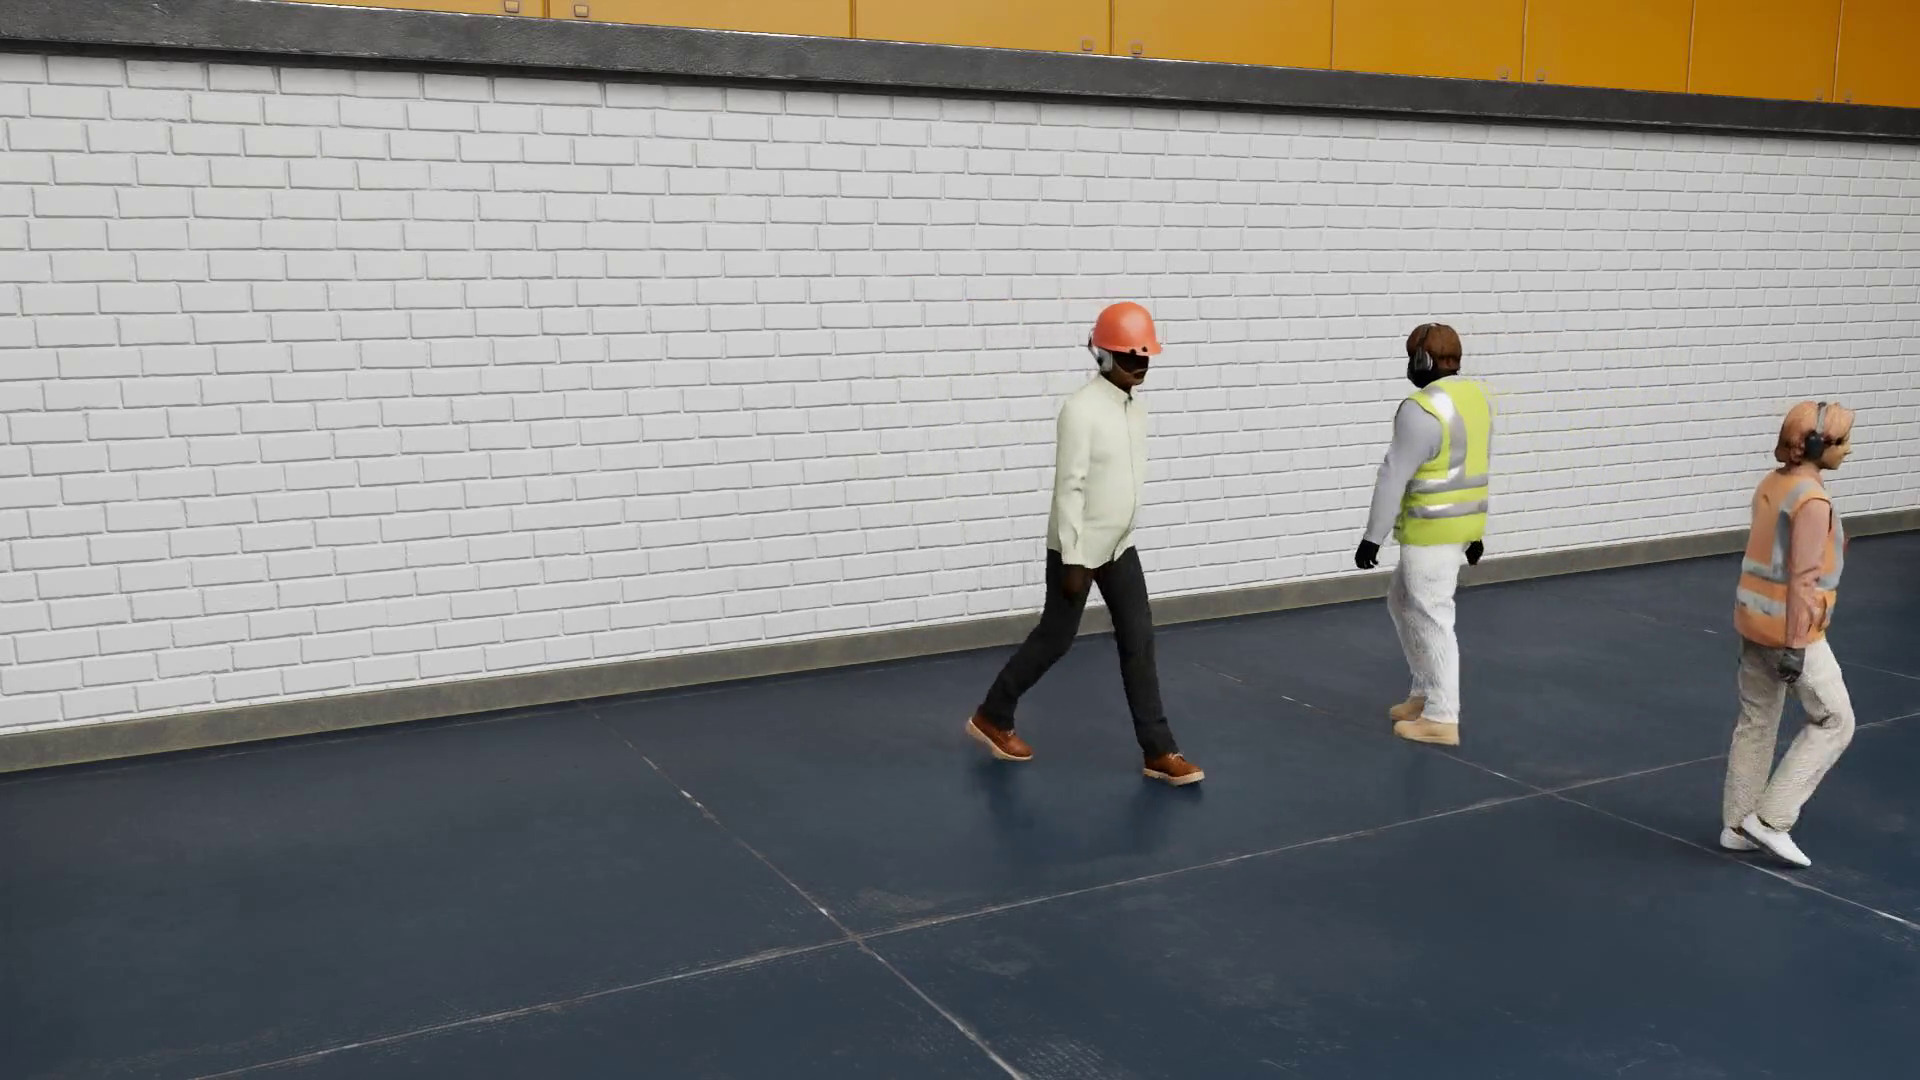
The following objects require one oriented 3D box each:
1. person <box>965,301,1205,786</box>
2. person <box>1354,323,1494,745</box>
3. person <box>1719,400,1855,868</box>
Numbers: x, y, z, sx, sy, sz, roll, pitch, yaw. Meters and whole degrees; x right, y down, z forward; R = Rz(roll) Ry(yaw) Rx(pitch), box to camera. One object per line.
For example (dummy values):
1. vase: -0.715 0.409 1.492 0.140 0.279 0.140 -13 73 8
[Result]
1. person: 0.500 0.006 6.735 1.022 1.941 0.669 7 12 36
2. person: 2.009 -0.025 7.245 0.547 1.820 0.641 7 12 35
3. person: 2.871 0.327 5.748 0.388 1.623 0.525 1 10 4
